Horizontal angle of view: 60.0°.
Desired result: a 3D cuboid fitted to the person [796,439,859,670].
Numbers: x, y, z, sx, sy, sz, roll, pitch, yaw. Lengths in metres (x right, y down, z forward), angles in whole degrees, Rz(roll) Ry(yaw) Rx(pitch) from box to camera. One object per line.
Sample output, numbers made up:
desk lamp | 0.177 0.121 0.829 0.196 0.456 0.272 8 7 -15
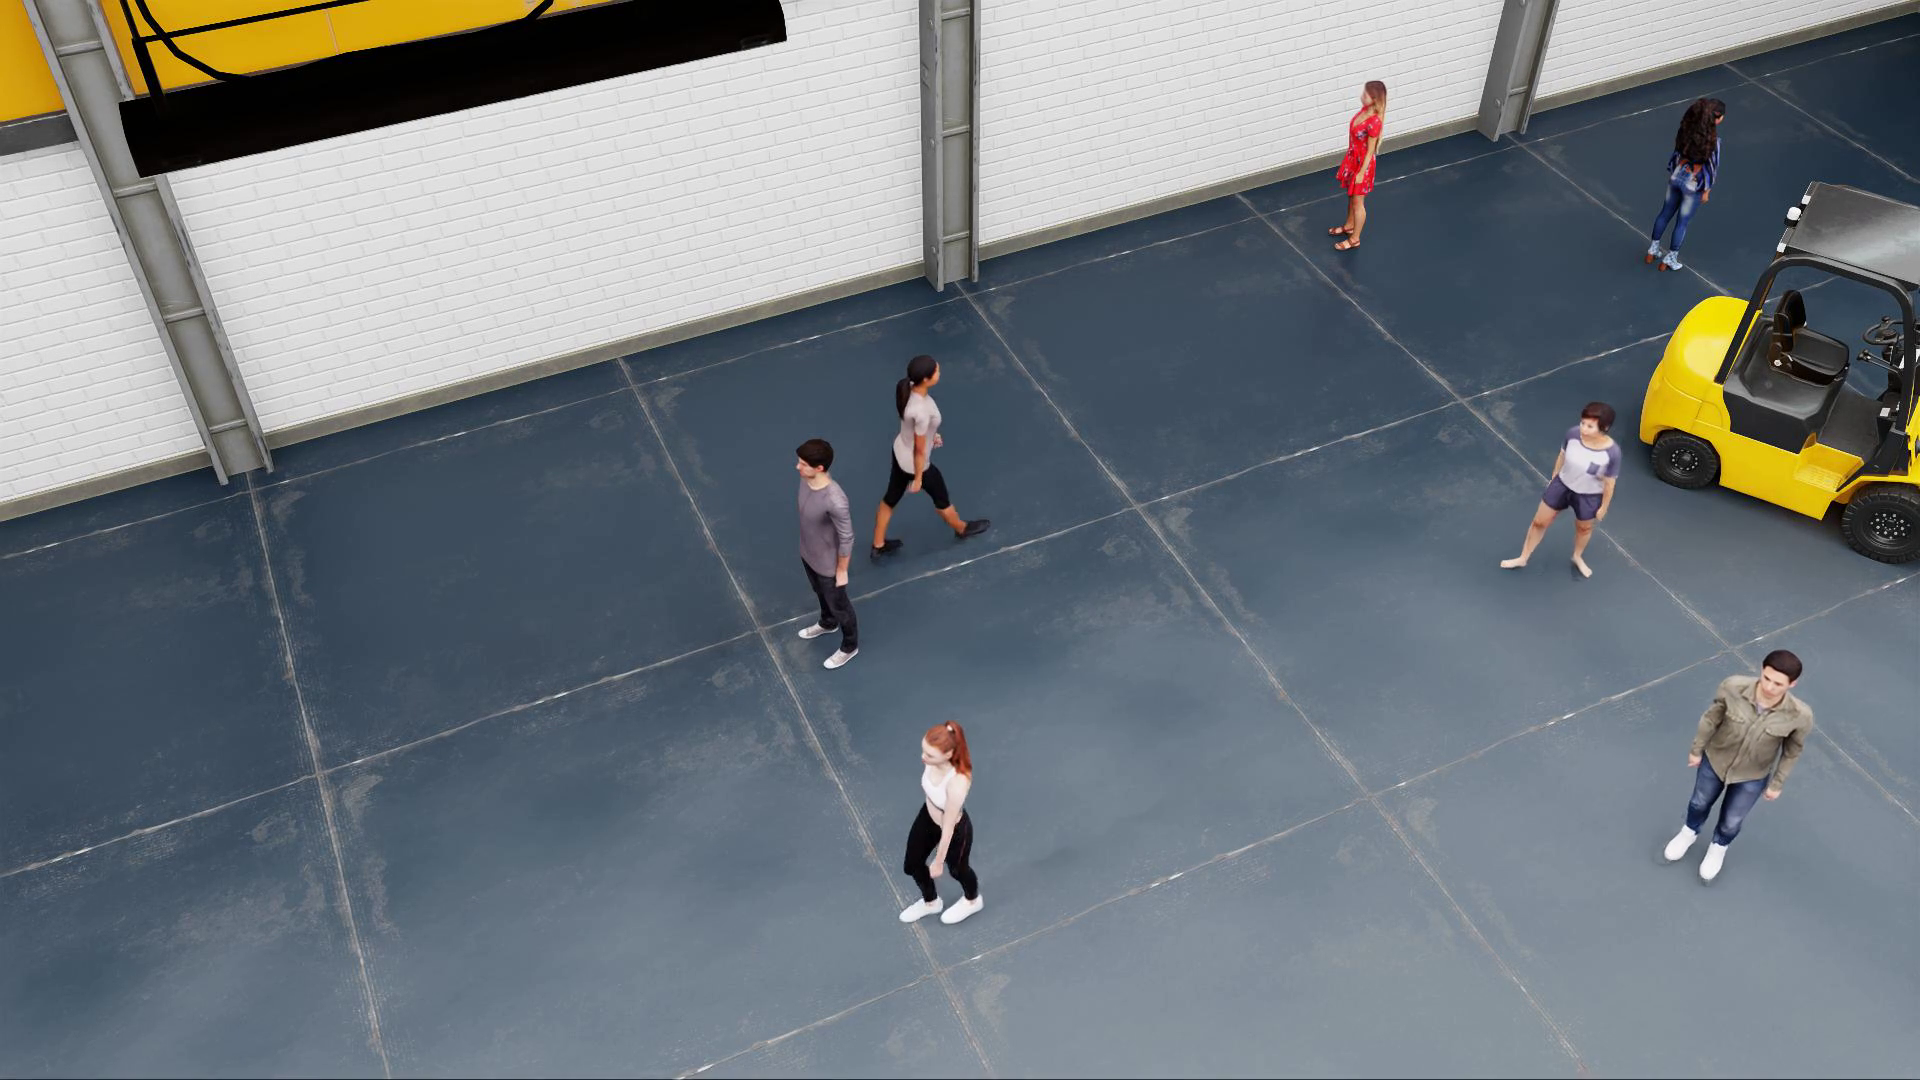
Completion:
person | -0.871 0.067 10.815 0.560 1.851 0.700 -24 48 -23

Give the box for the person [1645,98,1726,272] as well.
person | 6.238 -3.052 14.260 0.549 1.616 0.609 -20 47 -20

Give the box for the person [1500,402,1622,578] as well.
person | 4.306 -0.365 11.488 0.836 1.548 0.874 26 49 25

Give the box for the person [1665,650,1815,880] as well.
person | 4.490 1.266 9.563 0.790 1.842 0.781 27 50 26

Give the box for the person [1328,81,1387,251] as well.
person | 3.506 -3.283 14.517 0.659 1.594 0.648 -1 44 -1

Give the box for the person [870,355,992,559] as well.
person | -0.402 -0.517 11.539 1.145 1.699 0.697 -17 46 -17

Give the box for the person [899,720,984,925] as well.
person | 0.010 1.587 9.312 0.729 1.724 0.615 -22 48 -22
